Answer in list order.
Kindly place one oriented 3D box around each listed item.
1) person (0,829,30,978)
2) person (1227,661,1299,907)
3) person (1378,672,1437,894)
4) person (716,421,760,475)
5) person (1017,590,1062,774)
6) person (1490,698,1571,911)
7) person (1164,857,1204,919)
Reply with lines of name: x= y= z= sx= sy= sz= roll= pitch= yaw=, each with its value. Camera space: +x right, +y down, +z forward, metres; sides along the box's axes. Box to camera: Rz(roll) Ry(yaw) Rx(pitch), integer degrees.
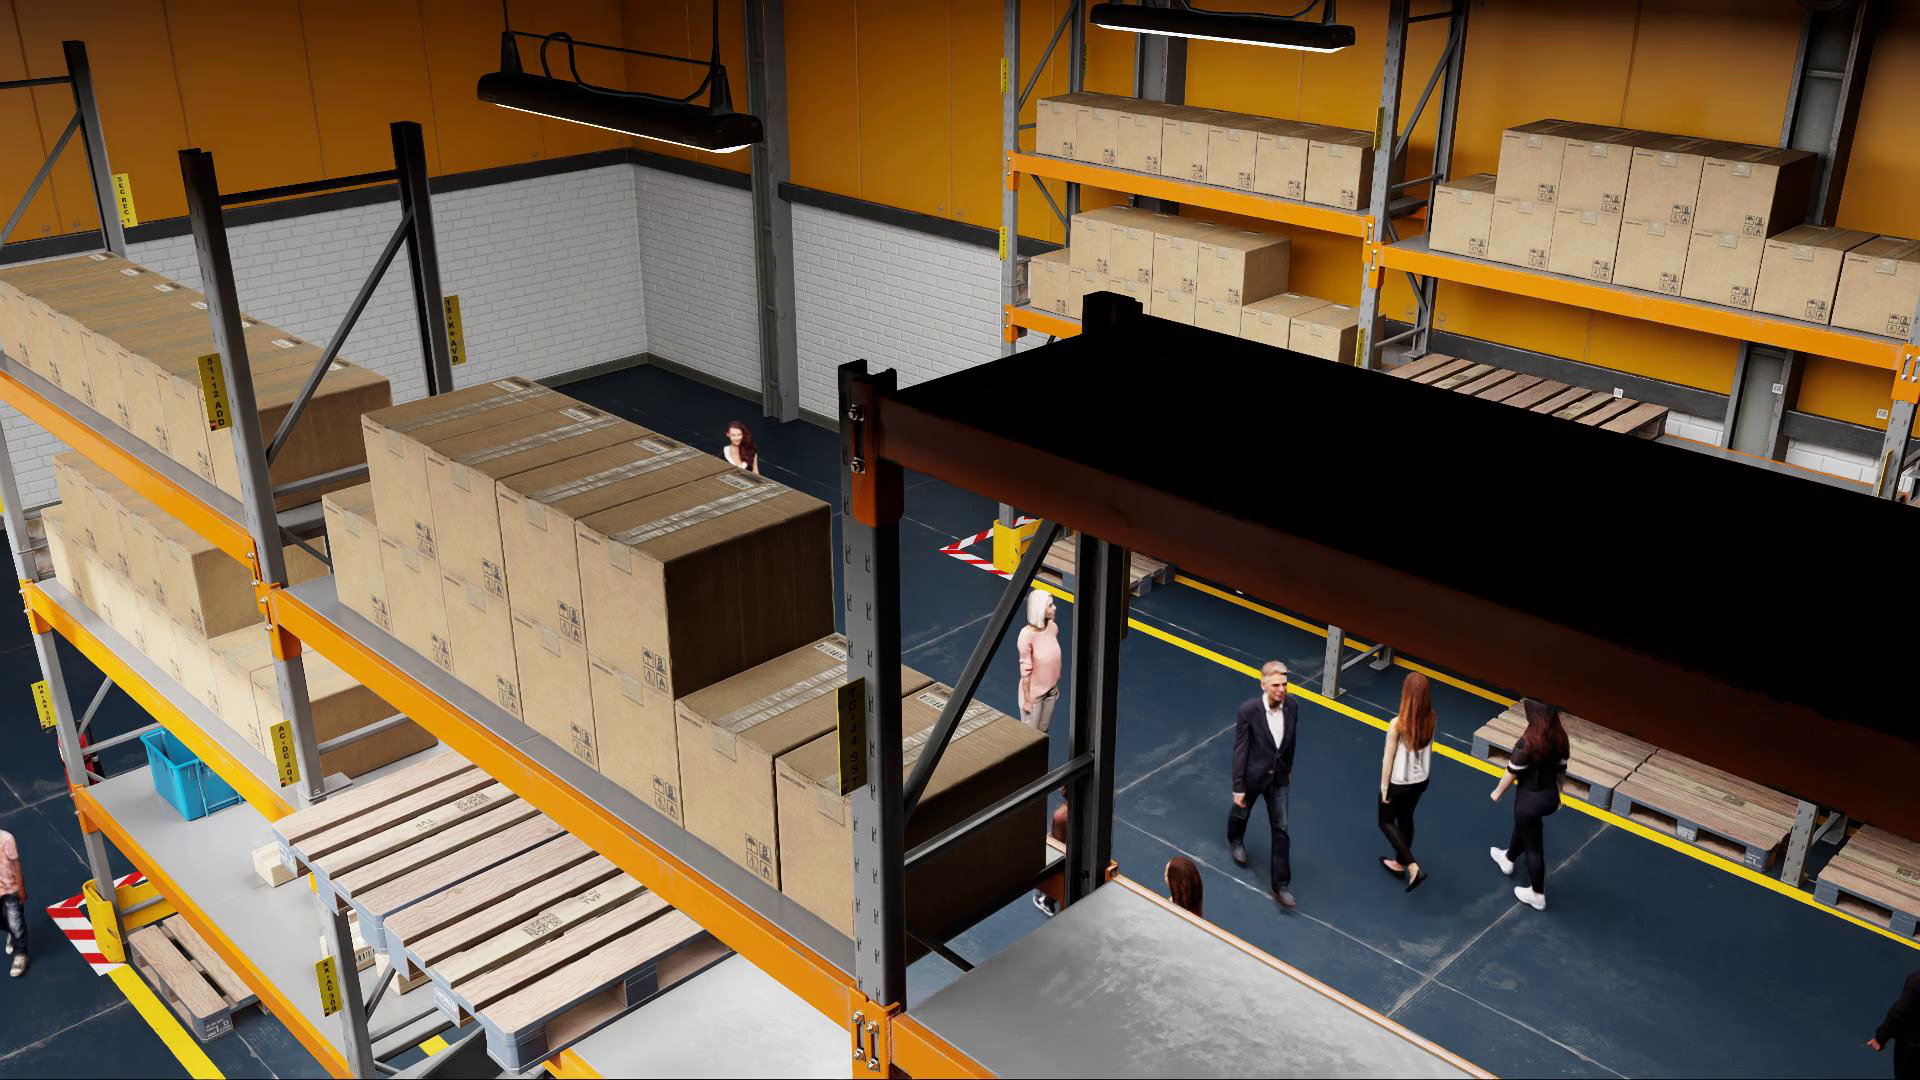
person: x=-6.427 y=2.286 z=11.201 sx=0.670 sy=1.298 sz=0.743 roll=-2 pitch=24 yaw=-5
person: x=2.154 y=1.658 z=12.050 sx=1.095 sy=1.770 sz=1.275 roll=-5 pitch=24 yaw=-11
person: x=3.238 y=1.762 z=11.888 sx=0.773 sy=1.708 sz=0.935 roll=-9 pitch=25 yaw=-20
person: x=-2.219 y=-0.355 z=16.652 sx=0.886 sy=1.770 sz=1.153 roll=-9 pitch=25 yaw=-19
person: x=0.617 y=1.179 z=13.201 sx=0.549 sy=1.724 sz=0.619 roll=18 pitch=29 yaw=35
person: x=4.106 y=1.883 z=11.736 sx=0.767 sy=1.609 sz=0.956 roll=-12 pitch=26 yaw=-25
person: x=1.398 y=2.615 z=10.240 sx=0.884 sy=1.464 sz=0.729 roll=12 pitch=26 yaw=25
